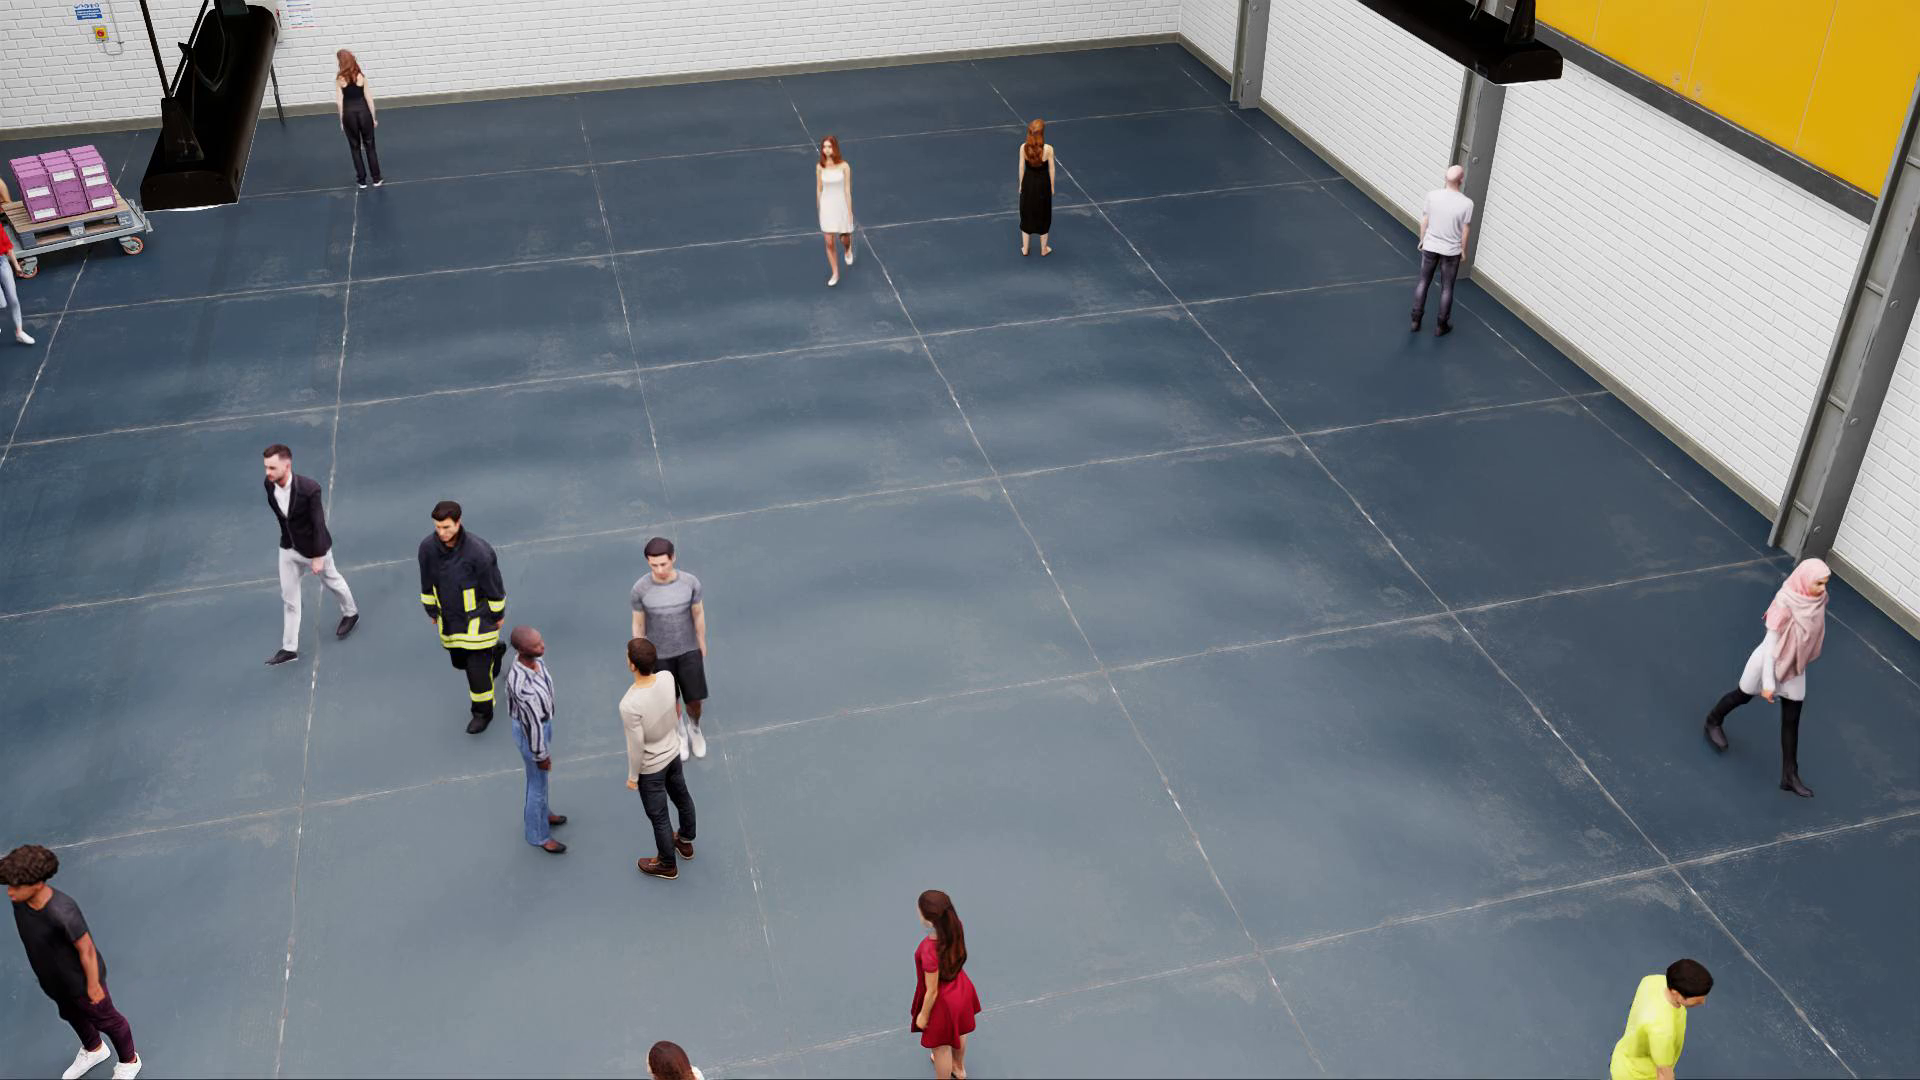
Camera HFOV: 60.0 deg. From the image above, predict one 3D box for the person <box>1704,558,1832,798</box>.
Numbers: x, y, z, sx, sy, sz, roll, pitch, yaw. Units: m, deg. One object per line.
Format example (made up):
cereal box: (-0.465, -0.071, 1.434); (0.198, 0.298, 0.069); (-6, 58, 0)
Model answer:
person: (5.622, 0.865, 11.632); (0.663, 1.745, 1.186); (-9, 35, -14)

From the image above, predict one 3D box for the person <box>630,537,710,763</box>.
person: (-2.037, 0.724, 11.749); (0.680, 1.850, 0.677); (-6, 34, -9)

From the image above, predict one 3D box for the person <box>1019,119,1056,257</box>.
person: (0.874, -4.054, 19.140); (0.653, 1.625, 0.683); (5, 34, 8)

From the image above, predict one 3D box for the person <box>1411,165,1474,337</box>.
person: (5.044, -3.042, 17.433); (0.742, 1.830, 0.807); (19, 38, 26)

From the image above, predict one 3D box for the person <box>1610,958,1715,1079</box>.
person: (3.519, 2.781, 8.811); (0.931, 1.677, 0.905); (10, 35, 15)

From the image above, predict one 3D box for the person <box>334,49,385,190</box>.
person: (-7.585, -5.302, 20.912); (0.634, 1.742, 0.566); (-12, 35, -17)

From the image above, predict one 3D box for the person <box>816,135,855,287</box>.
person: (-1.373, -3.710, 18.557); (0.784, 1.698, 0.955); (5, 34, 8)

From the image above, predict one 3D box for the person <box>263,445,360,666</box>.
person: (-4.969, 0.025, 12.846); (1.061, 1.801, 1.244); (10, 35, 14)

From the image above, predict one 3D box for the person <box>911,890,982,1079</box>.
person: (-0.093, 2.536, 9.287); (0.741, 1.557, 0.681); (15, 37, 22)

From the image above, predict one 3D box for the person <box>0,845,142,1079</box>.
person: (-4.988, 2.385, 9.310); (0.720, 1.784, 0.760); (14, 36, 19)

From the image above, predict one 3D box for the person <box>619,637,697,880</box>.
person: (-1.952, 1.407, 10.707); (0.793, 1.866, 0.727); (17, 37, 24)

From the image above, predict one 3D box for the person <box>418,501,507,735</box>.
person: (-3.554, 0.466, 12.087); (1.063, 1.904, 1.191); (7, 34, 10)

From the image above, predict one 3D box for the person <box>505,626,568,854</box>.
person: (-2.810, 1.289, 10.956); (0.724, 1.788, 0.572); (-3, 34, -5)

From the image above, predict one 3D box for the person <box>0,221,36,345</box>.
person: (-10.063, -2.810, 17.214); (0.917, 1.687, 0.864); (13, 36, 19)
